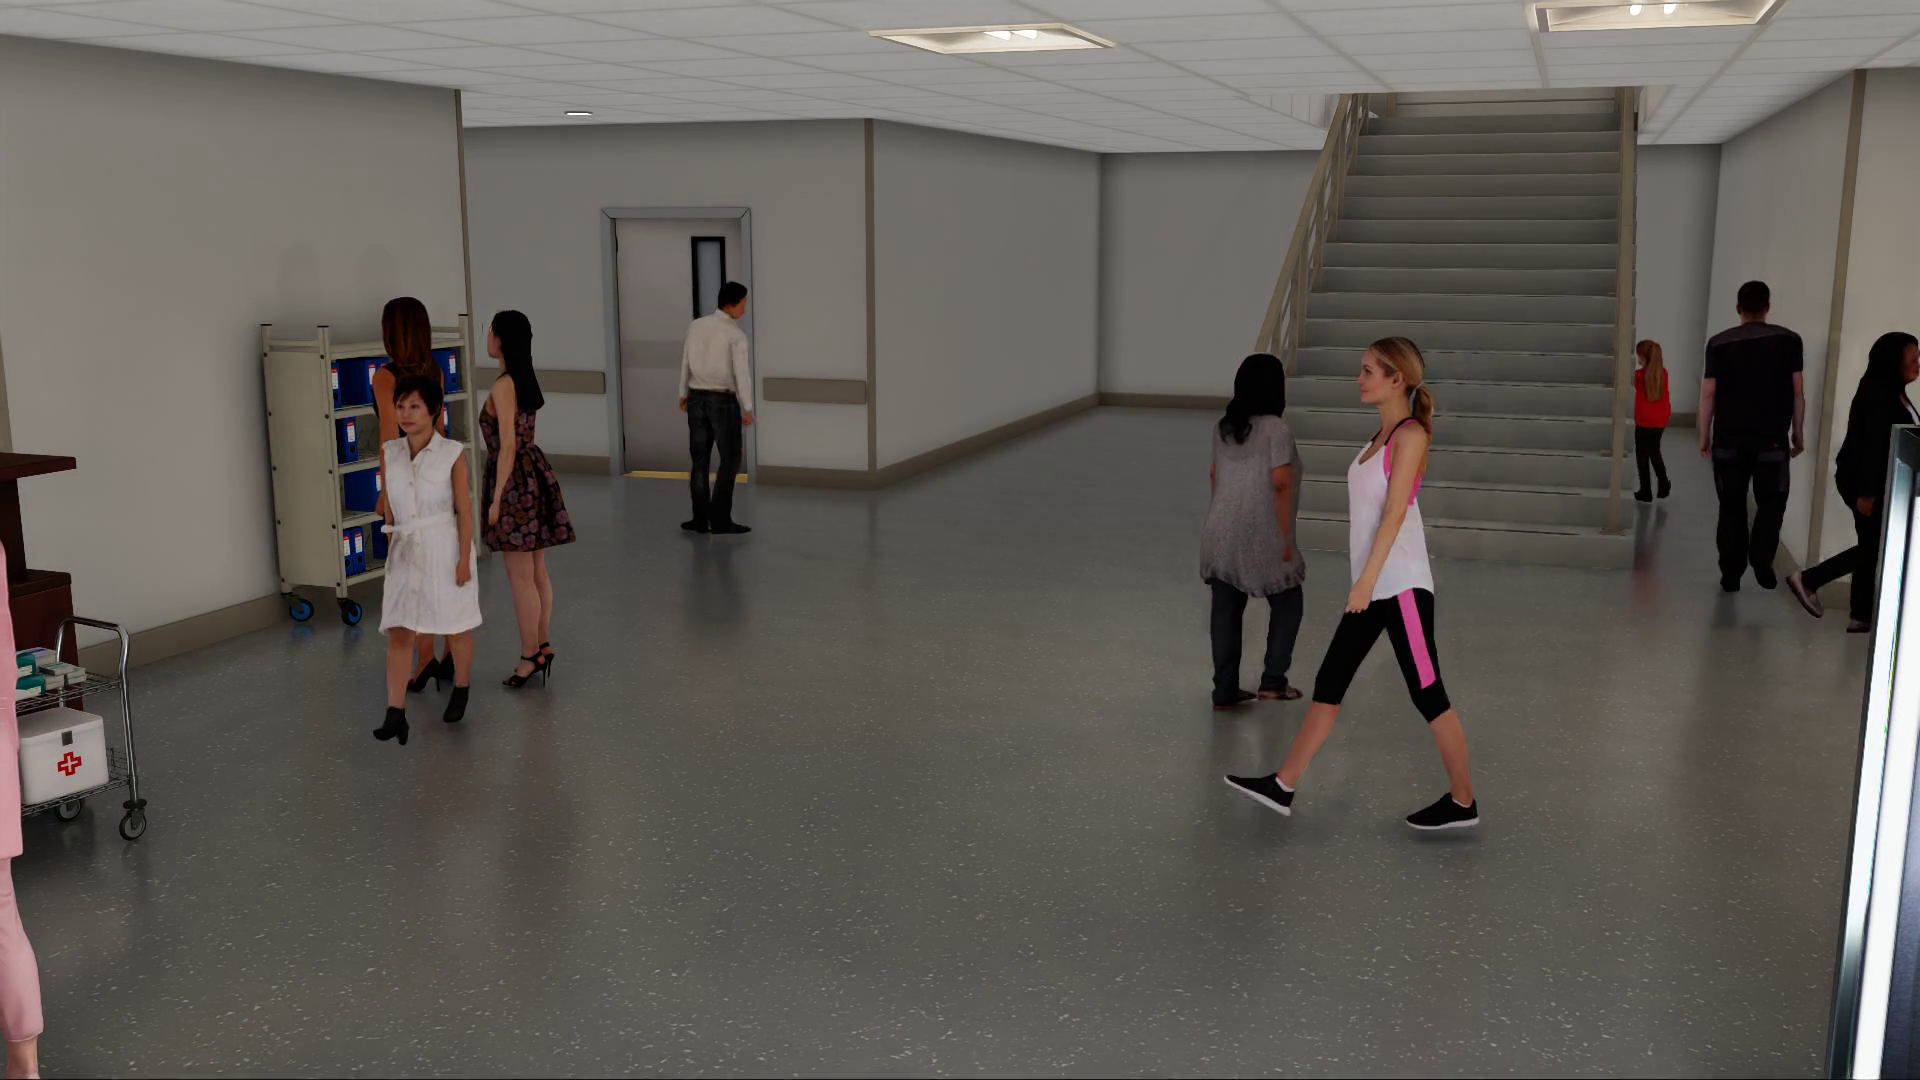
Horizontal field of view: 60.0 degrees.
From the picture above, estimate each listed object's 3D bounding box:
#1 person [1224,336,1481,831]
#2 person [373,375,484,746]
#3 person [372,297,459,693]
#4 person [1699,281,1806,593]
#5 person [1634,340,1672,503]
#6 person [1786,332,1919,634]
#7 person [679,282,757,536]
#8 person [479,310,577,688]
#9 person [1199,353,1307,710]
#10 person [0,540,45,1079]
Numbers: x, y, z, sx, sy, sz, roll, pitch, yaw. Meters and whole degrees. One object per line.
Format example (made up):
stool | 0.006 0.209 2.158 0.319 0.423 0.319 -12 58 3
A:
person | 1.604 0.211 5.798 0.981 1.738 1.154 -1 11 -3
person | -2.221 0.081 7.079 0.735 1.518 1.033 1 11 3
person | -2.523 -0.205 7.735 0.667 1.834 0.498 6 12 27
person | 4.594 -0.569 9.666 0.784 1.830 0.930 6 12 29
person | 5.413 -0.915 12.990 0.619 1.269 0.684 -2 11 -9
person | 4.718 -0.283 8.773 0.760 1.600 0.778 5 12 27
person | -1.791 -0.919 11.682 0.784 1.765 0.574 2 11 13
person | -2.083 -0.192 7.829 0.792 1.773 0.690 1 11 6
person | 1.245 -0.018 7.384 0.841 1.598 0.789 -9 14 -40
person | -2.311 0.562 3.775 0.692 1.803 0.488 3 11 13
